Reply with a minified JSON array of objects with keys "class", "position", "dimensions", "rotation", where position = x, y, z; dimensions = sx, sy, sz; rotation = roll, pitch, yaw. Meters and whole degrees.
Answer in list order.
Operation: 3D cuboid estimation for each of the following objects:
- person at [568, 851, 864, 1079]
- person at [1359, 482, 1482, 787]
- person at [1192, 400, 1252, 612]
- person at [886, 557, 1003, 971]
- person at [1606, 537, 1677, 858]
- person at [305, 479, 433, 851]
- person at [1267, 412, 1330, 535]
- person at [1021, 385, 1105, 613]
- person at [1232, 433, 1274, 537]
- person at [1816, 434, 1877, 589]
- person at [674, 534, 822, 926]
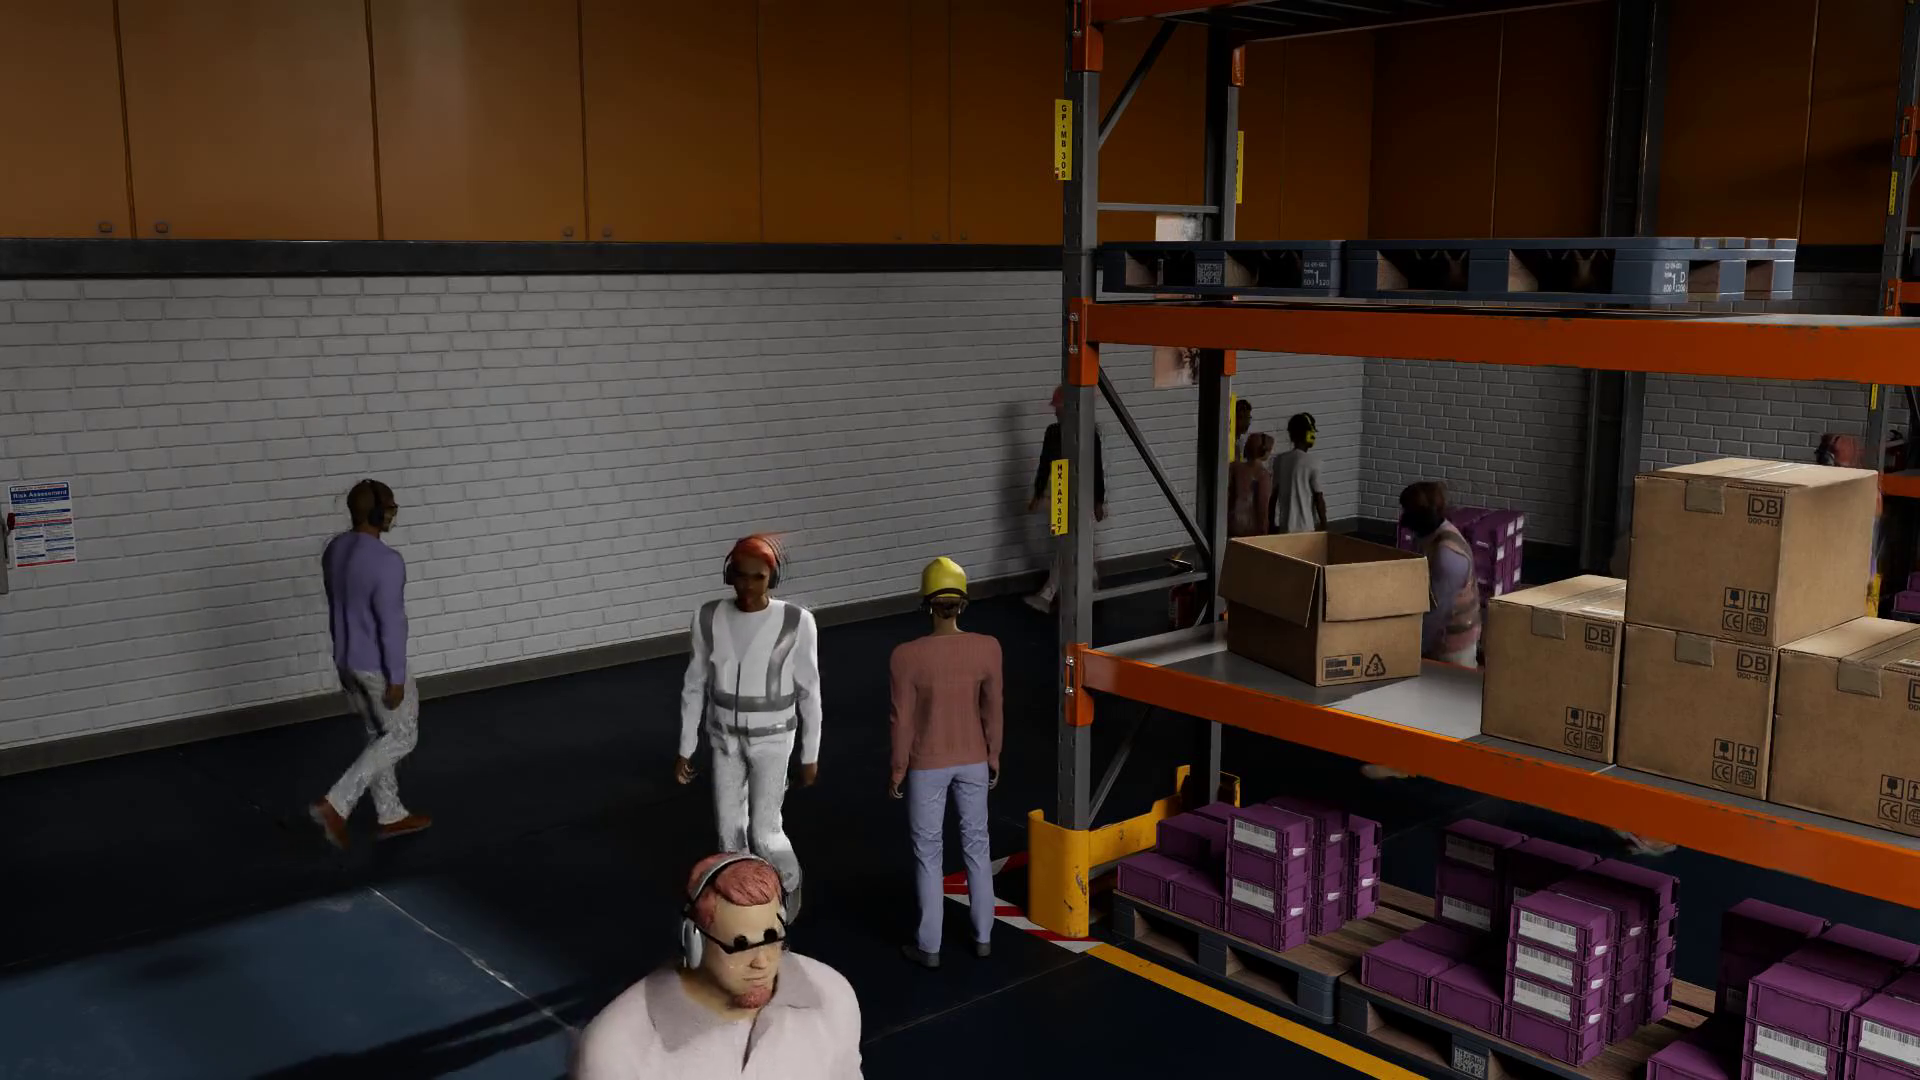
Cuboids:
[{"class":"person","position":[-0.503,1.517,3.540],"dimensions":[0.646,1.868,0.930],"rotation":[-6,11,-31]},{"class":"person","position":[2.679,0.559,9.359],"dimensions":[0.883,1.784,0.634],"rotation":[-1,10,-5]},{"class":"person","position":[2.194,-0.272,14.012],"dimensions":[0.559,1.855,0.593],"rotation":[-7,12,-37]},{"class":"person","position":[-0.069,0.951,7.115],"dimensions":[0.533,1.767,0.326],"rotation":[-4,11,-23]},{"class":"person","position":[3.513,0.665,8.404],"dimensions":[0.462,1.901,0.688],"rotation":[-2,10,-13]},{"class":"person","position":[-3.038,0.648,8.457],"dimensions":[0.632,1.924,0.671],"rotation":[8,12,39]},{"class":"person","position":[2.574,-0.073,12.932],"dimensions":[0.917,1.836,0.527],"rotation":[-5,11,-27]},{"class":"person","position":[0.873,-0.359,14.244],"dimensions":[1.021,1.940,0.612],"rotation":[-7,12,-35]},{"class":"person","position":[2.301,-0.077,13.602],"dimensions":[0.727,1.609,0.526],"rotation":[-4,10,-20]},{"class":"person","position":[5.820,0.215,11.173],"dimensions":[0.659,1.860,0.980],"rotation":[-7,12,-36]},{"class":"person","position":[-0.902,0.883,7.228],"dimensions":[0.629,1.865,0.490],"rotation":[3,10,18]}]
